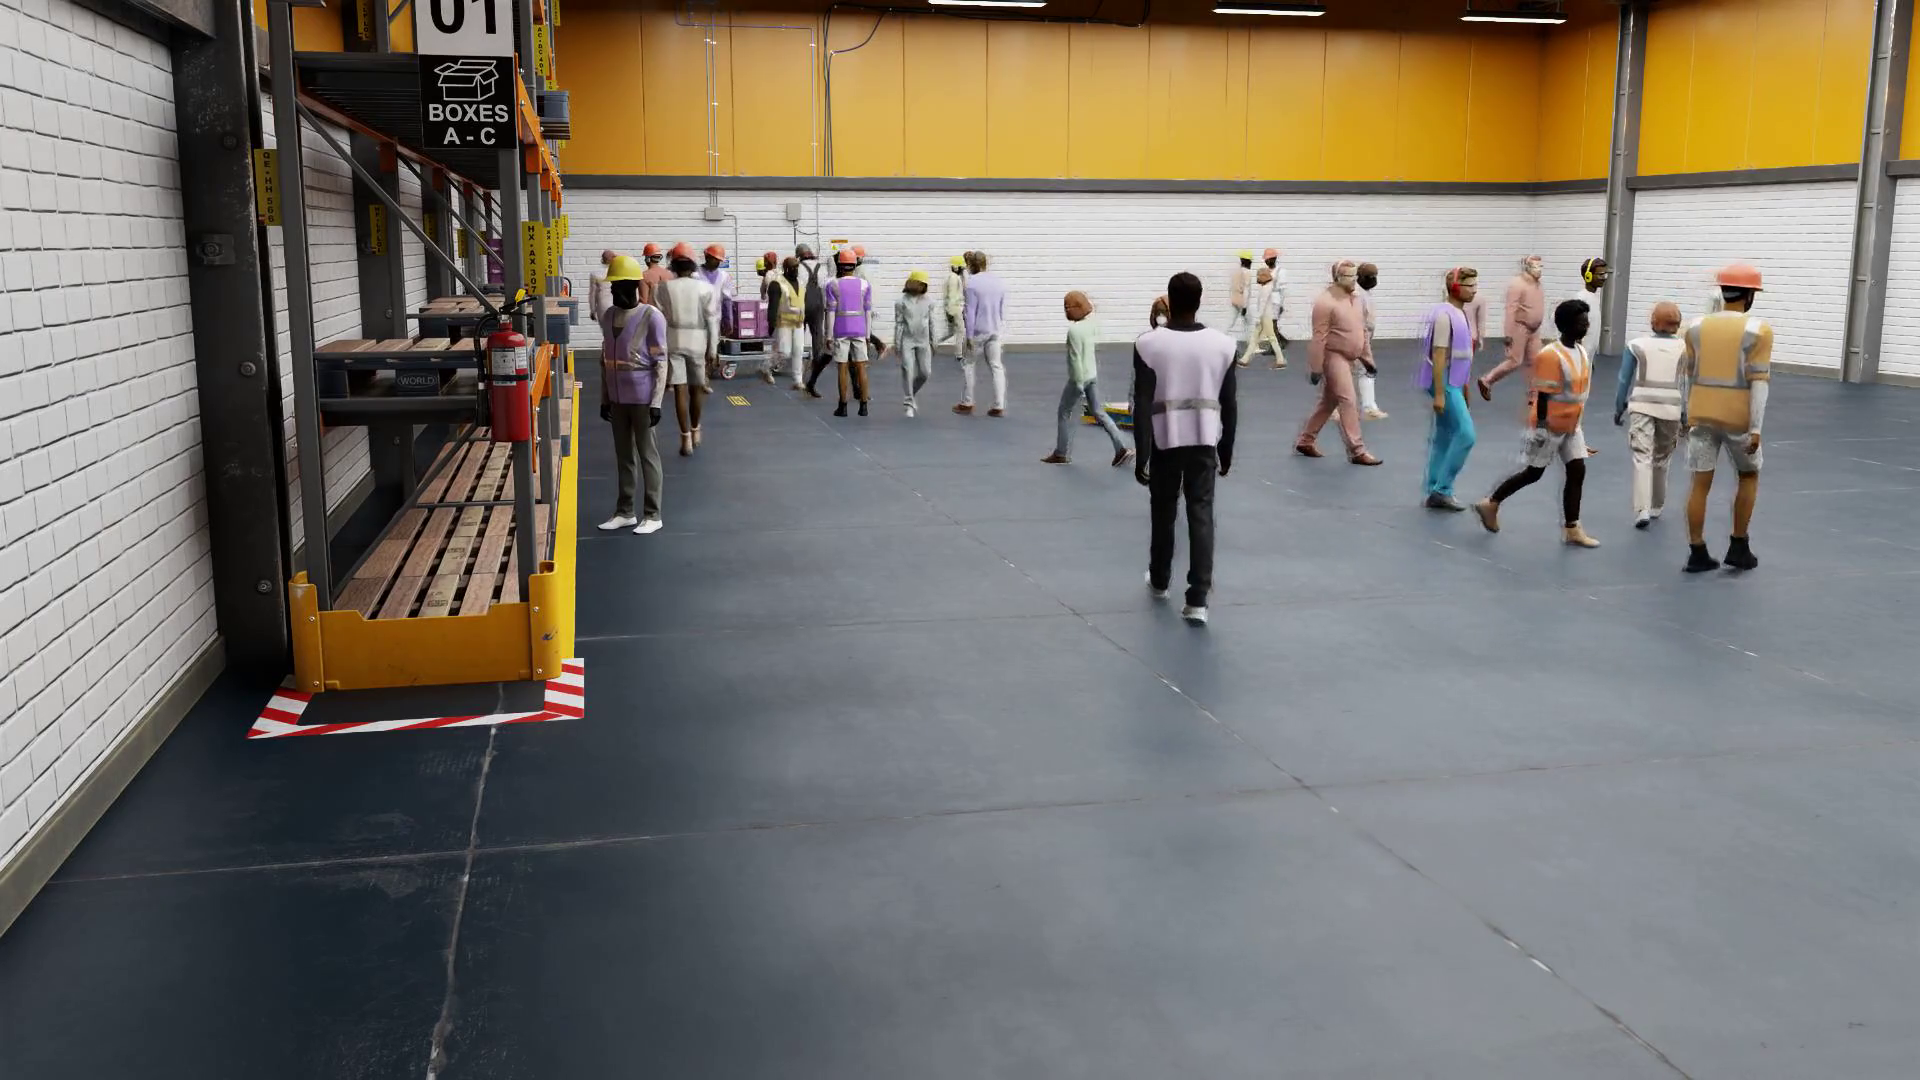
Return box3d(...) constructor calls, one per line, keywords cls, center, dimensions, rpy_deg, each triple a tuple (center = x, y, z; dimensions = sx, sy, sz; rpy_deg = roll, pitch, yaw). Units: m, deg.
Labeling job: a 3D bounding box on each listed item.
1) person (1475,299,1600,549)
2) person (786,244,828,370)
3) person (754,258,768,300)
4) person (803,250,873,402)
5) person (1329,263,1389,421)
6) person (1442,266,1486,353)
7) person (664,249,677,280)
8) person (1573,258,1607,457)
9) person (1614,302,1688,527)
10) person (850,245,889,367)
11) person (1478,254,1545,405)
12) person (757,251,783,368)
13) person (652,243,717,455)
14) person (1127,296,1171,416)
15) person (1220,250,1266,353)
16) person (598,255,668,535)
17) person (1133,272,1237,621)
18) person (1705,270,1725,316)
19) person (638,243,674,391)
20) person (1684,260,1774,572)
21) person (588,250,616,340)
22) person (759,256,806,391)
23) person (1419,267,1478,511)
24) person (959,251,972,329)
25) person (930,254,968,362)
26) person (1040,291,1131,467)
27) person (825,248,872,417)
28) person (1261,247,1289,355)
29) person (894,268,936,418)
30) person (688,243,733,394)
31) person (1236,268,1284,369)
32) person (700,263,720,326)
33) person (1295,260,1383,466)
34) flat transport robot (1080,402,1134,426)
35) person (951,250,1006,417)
box3d(cls="person", center=(3.909, -0.793, 11.166), dimensions=(0.543, 1.665, 0.795), rpy_deg=(-9, 13, -40))
box3d(cls="person", center=(-2.438, -3.710, 26.263), dimensions=(0.706, 2.000, 0.951), rpy_deg=(-6, 12, -31))
box3d(cls="person", center=(-3.124, -3.699, 27.016), dimensions=(0.436, 1.736, 0.602), rpy_deg=(-2, 10, -10))
box3d(cls="person", center=(-1.592, -2.711, 21.113), dimensions=(0.997, 1.924, 0.620), rpy_deg=(7, 12, 33))
box3d(cls="person", center=(4.466, -2.208, 18.676), dimensions=(0.885, 1.778, 0.639), rpy_deg=(7, 12, 33))
box3d(cls="person", center=(6.073, -2.438, 20.096), dimensions=(0.528, 1.737, 0.746), rpy_deg=(1, 10, 8))
box3d(cls="person", center=(-4.611, -3.781, 27.124), dimensions=(0.644, 1.917, 0.927), rpy_deg=(9, 14, 42))
box3d(cls="person", center=(5.932, -1.730, 15.767), dimensions=(0.310, 1.868, 0.532), rpy_deg=(6, 12, 31))
box3d(cls="person", center=(4.983, -0.900, 11.924), dimensions=(0.522, 1.599, 0.849), rpy_deg=(3, 11, 17))
box3d(cls="person", center=(-1.501, -3.753, 26.723), dimensions=(0.720, 1.961, 0.630), rpy_deg=(-4, 11, -23))
box3d(cls="person", center=(6.892, -2.586, 20.518), dimensions=(0.683, 1.873, 0.781), rpy_deg=(-8, 13, -37))
box3d(cls="person", center=(-2.830, -3.617, 26.268), dimensions=(0.746, 1.861, 0.633), rpy_deg=(3, 11, 17))
box3d(cls="person", center=(-2.662, -1.845, 16.043), dimensions=(0.628, 1.988, 1.029), rpy_deg=(-2, 10, -13))
box3d(cls="person", center=(1.544, -1.068, 12.820), dimensions=(0.532, 1.596, 0.787), rpy_deg=(5, 11, 26))
box3d(cls="person", center=(5.025, -4.277, 29.918), dimensions=(1.033, 1.873, 0.606), rpy_deg=(-4, 11, -23))
box3d(cls="person", center=(-2.287, -1.001, 11.564), dimensions=(0.584, 1.928, 0.372), rpy_deg=(7, 12, 34))
box3d(cls="person", center=(1.231, -0.527, 9.129), dimensions=(0.605, 1.859, 1.027), rpy_deg=(-1, 10, -5))
box3d(cls="person", center=(10.355, -2.839, 22.576), dimensions=(0.511, 1.634, 0.312), rpy_deg=(0, 10, 0))
box3d(cls="person", center=(-4.091, -2.977, 22.328), dimensions=(0.378, 1.995, 0.609), rpy_deg=(8, 13, 37))
box3d(cls="person", center=(4.737, -0.754, 10.247), dimensions=(0.655, 1.916, 0.546), rpy_deg=(-9, 14, -42))
box3d(cls="person", center=(-5.447, -3.553, 25.837), dimensions=(0.637, 1.883, 0.501), rpy_deg=(-7, 12, -33))
box3d(cls="person", center=(-2.384, -2.936, 22.586), dimensions=(0.617, 1.820, 0.657), rpy_deg=(8, 13, 39))
box3d(cls="person", center=(3.729, -1.122, 12.488), dimensions=(0.531, 1.831, 0.595), rpy_deg=(5, 11, 26))
box3d(cls="person", center=(0.120, -4.016, 28.506), dimensions=(0.329, 1.841, 0.509), rpy_deg=(-1, 10, -4))
box3d(cls="person", center=(-0.169, -3.846, 27.688), dimensions=(0.729, 1.803, 0.594), rpy_deg=(-2, 10, -10))
box3d(cls="person", center=(1.138, -1.445, 14.946), dimensions=(0.841, 1.592, 0.518), rpy_deg=(7, 12, 34))
box3d(cls="person", center=(-1.292, -2.396, 19.263), dimensions=(0.546, 1.939, 0.375), rpy_deg=(-3, 11, -15))
box3d(cls="person", center=(5.589, -4.226, 29.490), dimensions=(0.617, 1.915, 0.579), rpy_deg=(-6, 12, -30))
box3d(cls="person", center=(-0.538, -2.289, 19.276), dimensions=(0.512, 1.717, 0.469), rpy_deg=(-4, 11, -20))
box3d(cls="person", center=(-3.323, -2.927, 22.053), dimensions=(0.660, 1.999, 0.474), rpy_deg=(-7, 12, -35))
box3d(cls="person", center=(4.757, -3.491, 26.284), dimensions=(0.845, 1.579, 0.520), rpy_deg=(1, 10, 5))
box3d(cls="person", center=(-3.971, -3.428, 25.702), dimensions=(0.578, 1.673, 0.382), rpy_deg=(4, 11, 23))
box3d(cls="person", center=(3.495, -1.639, 15.317), dimensions=(0.978, 1.863, 0.643), rpy_deg=(8, 13, 39))
box3d(cls="flat transport robot", center=(2.000, -1.351, 18.097), dimensions=(0.652, 0.197, 1.431), rpy_deg=(-7, 12, -32))
box3d(cls="person", center=(0.234, -2.382, 19.273), dimensions=(0.691, 1.908, 0.853), rpy_deg=(-8, 13, -37))
